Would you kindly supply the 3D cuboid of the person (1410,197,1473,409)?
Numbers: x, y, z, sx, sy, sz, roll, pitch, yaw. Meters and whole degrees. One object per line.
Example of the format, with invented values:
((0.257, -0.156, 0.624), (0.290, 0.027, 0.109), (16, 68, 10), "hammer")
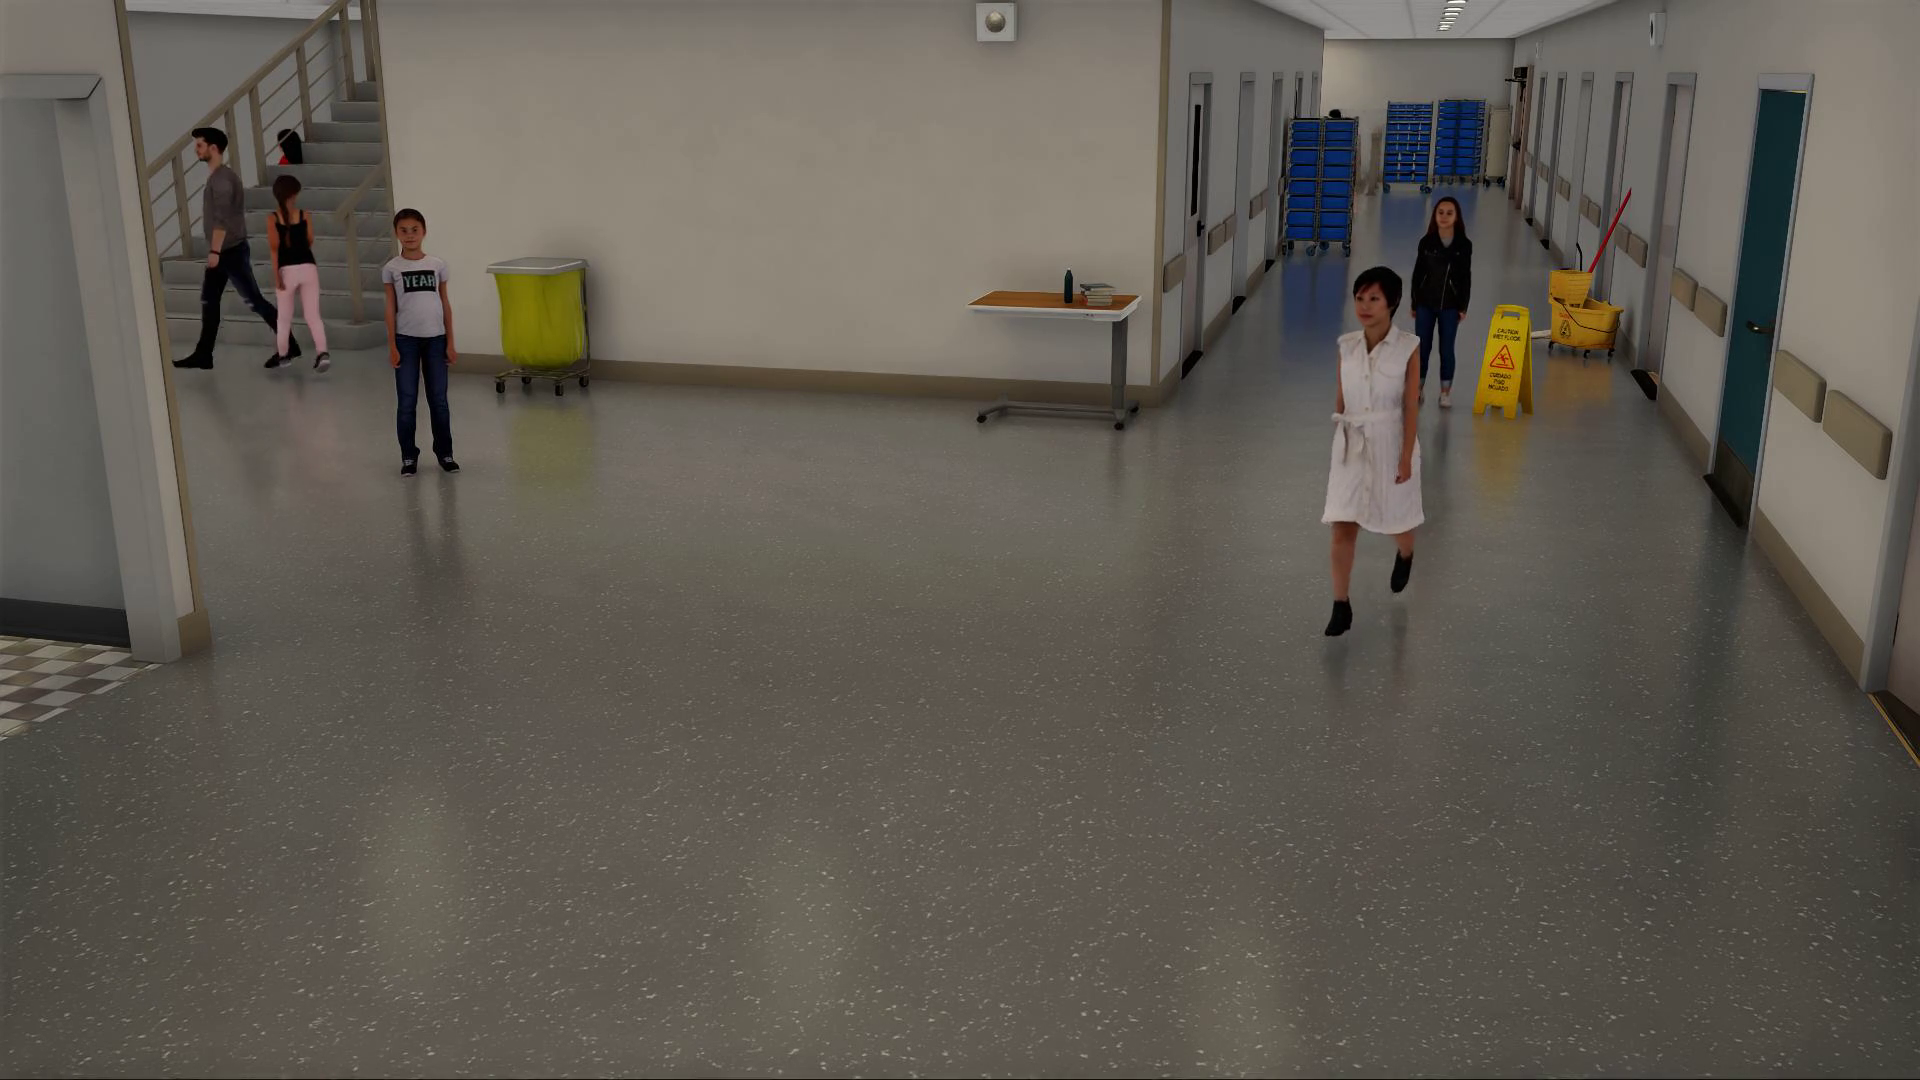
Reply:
((3.390, -1.681, 11.763), (0.597, 1.483, 0.555), (8, 18, 26), "person")

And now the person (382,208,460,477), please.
((-3.190, -1.176, 9.823), (0.623, 1.562, 0.672), (-7, 17, -24), "person")

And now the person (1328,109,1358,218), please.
((6.086, -5.946, 26.502), (1.118, 1.693, 1.180), (-8, 17, -25), "person")

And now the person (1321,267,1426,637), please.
((1.787, -0.368, 7.032), (0.729, 1.522, 1.074), (9, 18, 29), "person")

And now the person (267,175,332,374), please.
((-5.097, -2.016, 12.890), (0.980, 1.515, 1.020), (-11, 19, -35), "person")

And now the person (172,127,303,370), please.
((-5.641, -2.250, 13.067), (1.293, 1.870, 1.184), (-10, 19, -32), "person")
